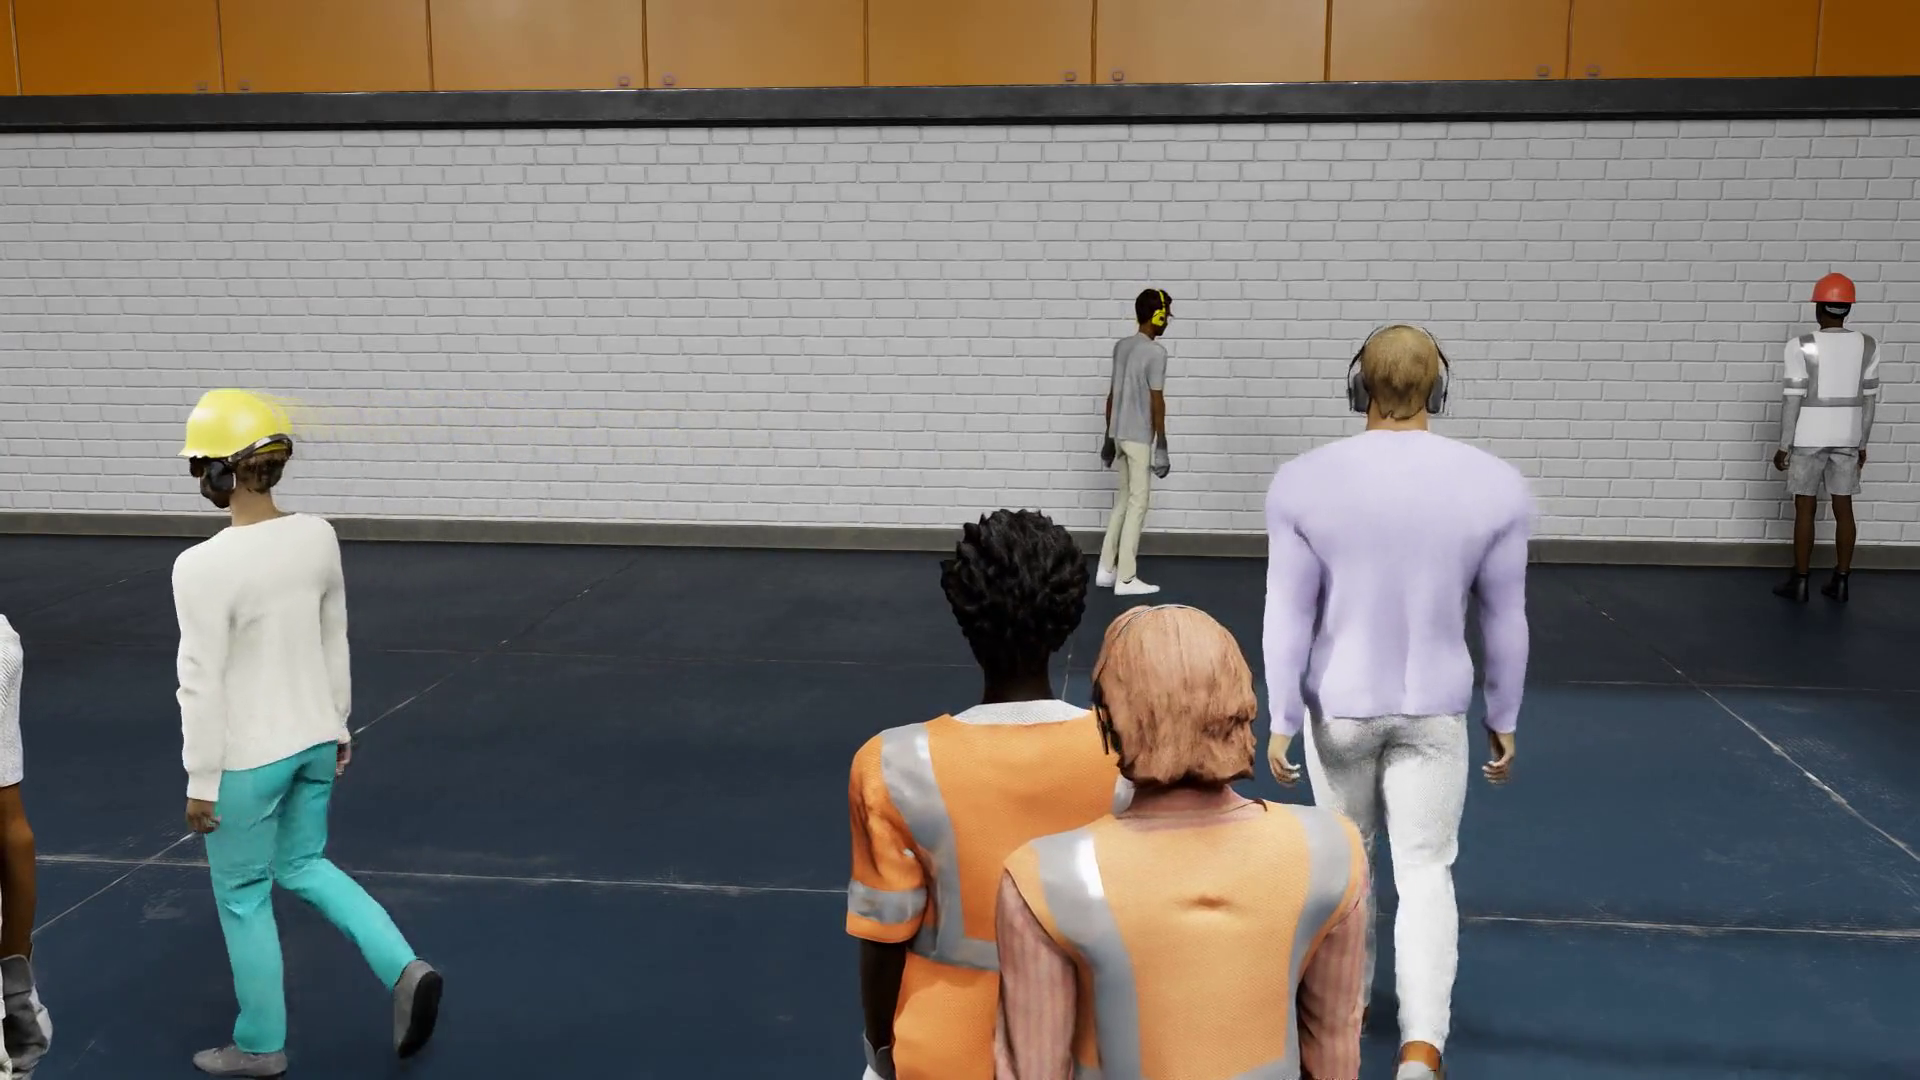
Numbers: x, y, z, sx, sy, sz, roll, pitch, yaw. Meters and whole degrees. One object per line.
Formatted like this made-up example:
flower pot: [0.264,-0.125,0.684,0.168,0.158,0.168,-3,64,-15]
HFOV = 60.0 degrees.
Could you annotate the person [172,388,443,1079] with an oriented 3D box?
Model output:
person: [-1.632,0.503,4.050,0.605,1.748,0.537,3,10,18]

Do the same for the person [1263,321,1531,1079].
person: [1.054,0.429,4.053,0.642,1.916,0.908,2,10,10]

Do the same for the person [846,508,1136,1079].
person: [0.091,0.794,2.549,0.532,1.698,0.319,-2,10,-9]

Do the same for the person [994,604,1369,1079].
person: [0.284,0.889,2.172,0.513,1.639,0.313,-3,10,-14]

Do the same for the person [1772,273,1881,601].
person: [5.099,-0.599,9.836,0.545,1.939,0.374,1,10,4]

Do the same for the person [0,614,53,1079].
person: [-1.573,0.729,2.424,0.329,1.873,0.515,3,10,18]

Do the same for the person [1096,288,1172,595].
person: [1.082,-0.589,10.060,0.428,1.847,0.570,-5,11,-25]
